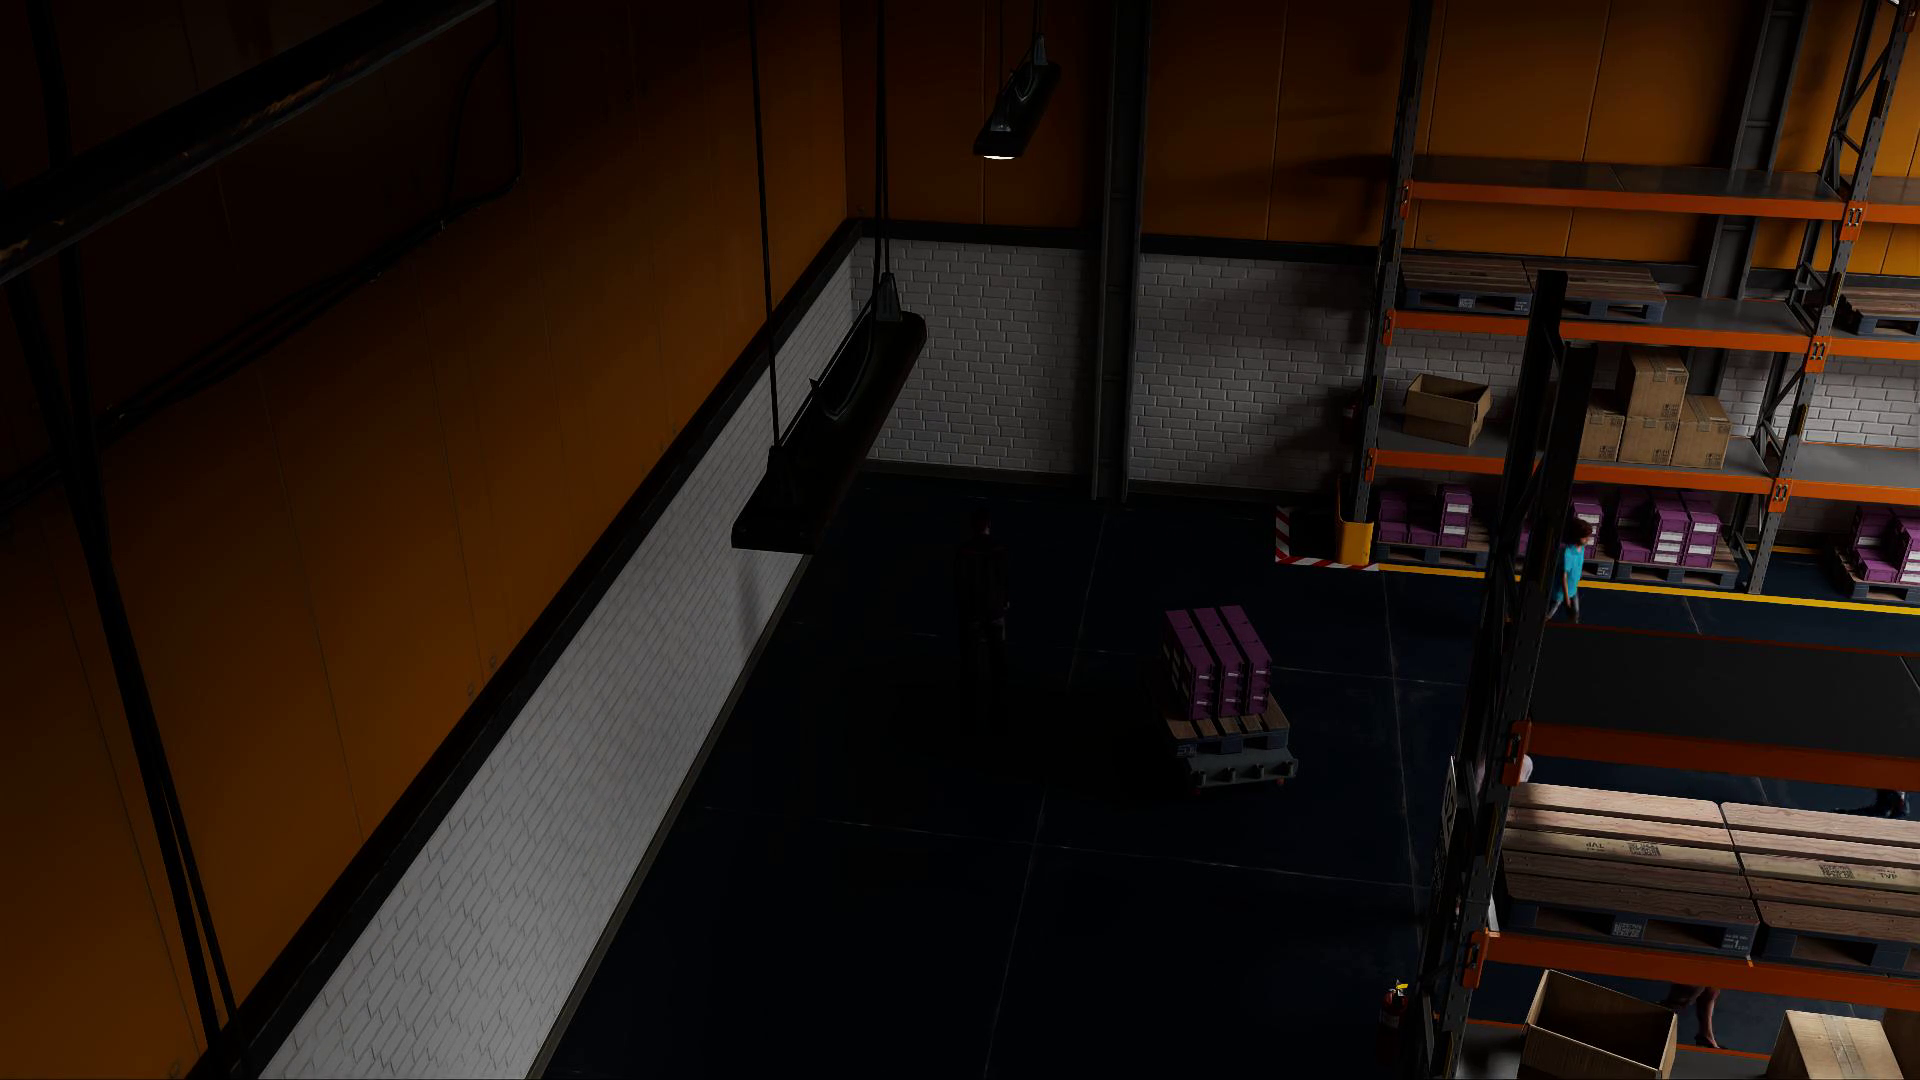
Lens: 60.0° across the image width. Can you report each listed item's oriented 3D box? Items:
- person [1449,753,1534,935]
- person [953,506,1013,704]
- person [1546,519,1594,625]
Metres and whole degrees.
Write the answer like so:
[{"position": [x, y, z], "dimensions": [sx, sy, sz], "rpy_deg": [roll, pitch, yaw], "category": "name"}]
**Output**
[{"position": [3.901, 2.087, 12.260], "dimensions": [0.661, 1.840, 0.806], "rpy_deg": [-7, 29, -13], "category": "person"}, {"position": [0.195, 0.579, 14.949], "dimensions": [0.635, 1.910, 0.815], "rpy_deg": [-4, 29, -7], "category": "person"}, {"position": [5.642, 0.425, 15.740], "dimensions": [0.826, 1.423, 0.895], "rpy_deg": [-19, 34, -31], "category": "person"}]
